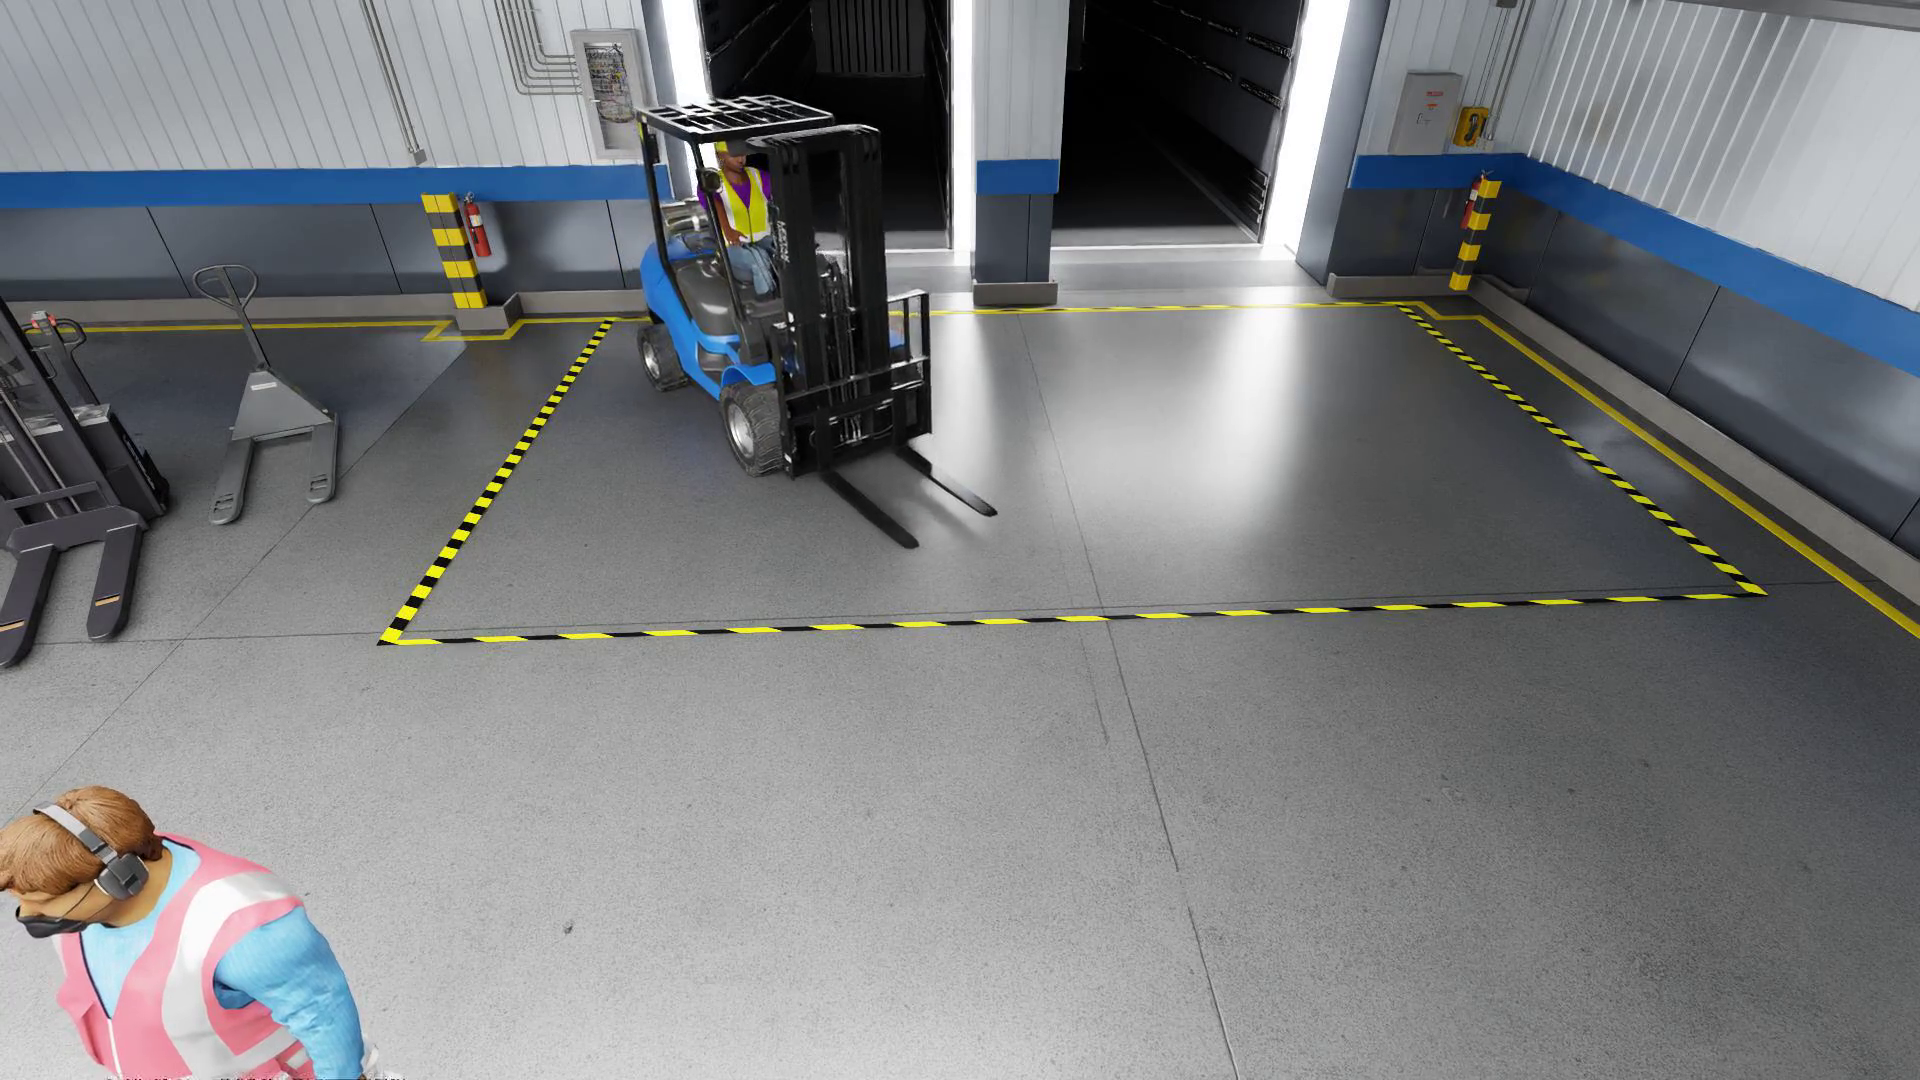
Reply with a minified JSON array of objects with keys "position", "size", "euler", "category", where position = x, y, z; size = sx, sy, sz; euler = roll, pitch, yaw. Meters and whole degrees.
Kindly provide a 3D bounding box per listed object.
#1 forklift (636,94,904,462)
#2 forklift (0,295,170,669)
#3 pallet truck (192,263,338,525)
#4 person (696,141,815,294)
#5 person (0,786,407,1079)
[{"position":[-1.426,-1.997,6.549],"size":[1.157,2.036,2.680],"euler":[-22,41,-29],"category":"forklift"},{"position":[-5.212,-0.618,4.878],"size":[0.823,1.965,1.885],"euler":[-20,39,-26],"category":"forklift"},{"position":[-4.778,-1.027,6.128],"size":[0.680,1.201,1.601],"euler":[-17,38,-23],"category":"pallet truck"},{"position":[-1.397,-2.121,6.399],"size":[0.635,1.294,1.004],"euler":[-22,41,-29],"category":"person"},{"position":[-1.757,1.272,2.298],"size":[0.622,1.843,0.431],"euler":[10,36,14],"category":"person"}]
